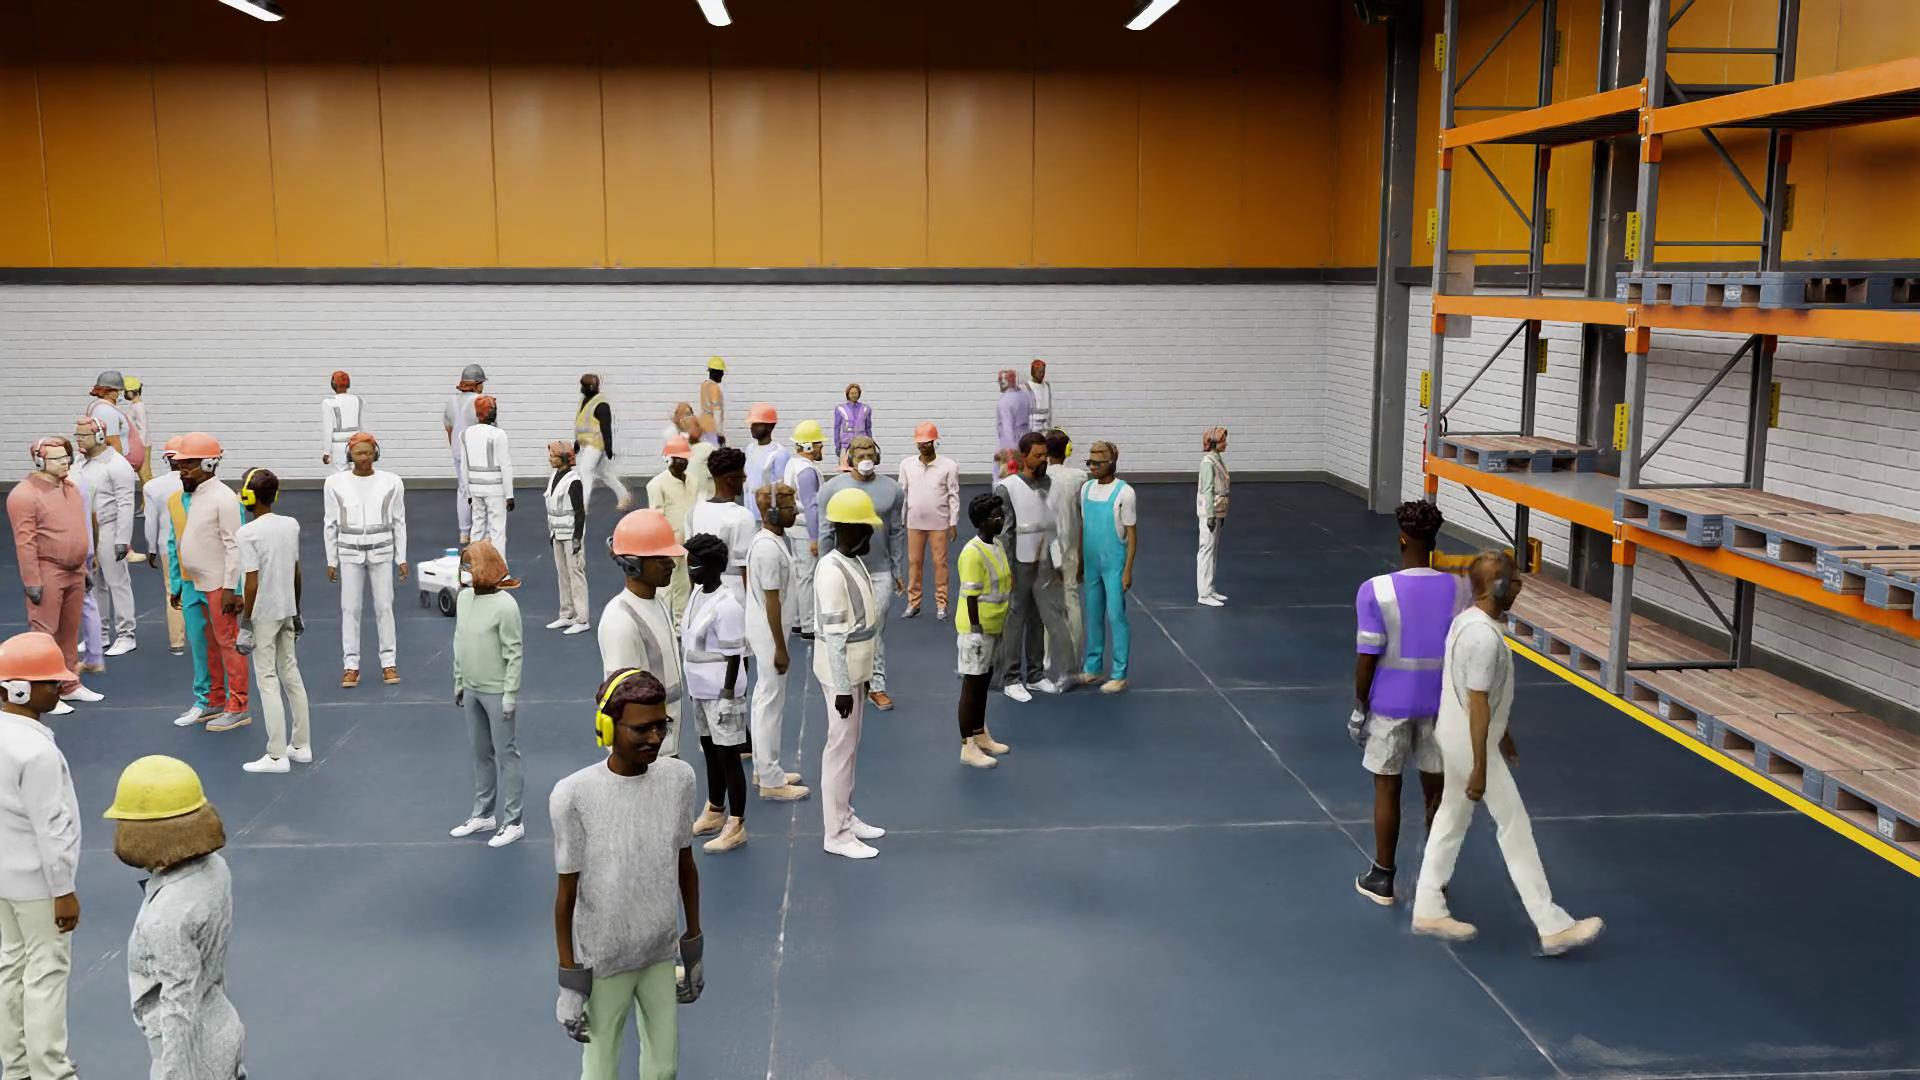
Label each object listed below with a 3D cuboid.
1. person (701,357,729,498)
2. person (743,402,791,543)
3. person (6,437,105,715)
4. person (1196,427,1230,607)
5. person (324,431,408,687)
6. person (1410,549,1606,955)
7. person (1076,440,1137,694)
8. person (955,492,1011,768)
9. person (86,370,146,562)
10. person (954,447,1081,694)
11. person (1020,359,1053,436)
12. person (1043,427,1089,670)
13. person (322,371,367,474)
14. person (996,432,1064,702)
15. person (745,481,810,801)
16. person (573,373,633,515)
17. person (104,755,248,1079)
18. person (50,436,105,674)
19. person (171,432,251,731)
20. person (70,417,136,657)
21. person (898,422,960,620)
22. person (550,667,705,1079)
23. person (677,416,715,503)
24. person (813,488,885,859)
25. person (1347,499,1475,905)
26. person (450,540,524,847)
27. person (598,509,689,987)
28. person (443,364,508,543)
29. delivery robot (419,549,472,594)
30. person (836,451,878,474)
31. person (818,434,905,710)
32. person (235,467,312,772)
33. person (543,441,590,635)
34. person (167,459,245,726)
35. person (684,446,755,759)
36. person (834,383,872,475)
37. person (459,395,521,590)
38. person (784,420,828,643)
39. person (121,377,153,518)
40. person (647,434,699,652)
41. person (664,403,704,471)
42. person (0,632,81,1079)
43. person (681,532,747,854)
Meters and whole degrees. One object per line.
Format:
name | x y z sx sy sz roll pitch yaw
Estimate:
person | -3.374 -1.530 22.711 0.462 1.931 0.636 -4 10 -21
person | -1.694 -0.222 14.360 0.544 1.943 0.347 9 13 43
person | -6.269 0.239 11.575 0.403 1.911 0.637 1 9 7
person | 2.323 -0.220 15.296 0.307 1.641 0.511 3 9 16
person | -4.376 0.141 12.268 0.573 1.884 0.355 -3 10 -19
person | 2.471 0.947 7.454 0.872 1.807 0.513 1 9 4
person | 1.049 0.192 12.071 0.328 1.842 0.516 -8 12 -42
person | 0.147 0.544 10.316 0.322 1.697 0.532 3 10 19
person | -8.929 -0.791 17.625 0.536 2.000 0.676 -8 12 -41
person | 0.450 0.223 12.070 0.931 1.778 0.552 -2 9 -14
person | 1.058 -1.538 22.840 0.589 1.878 0.372 -8 12 -43
person | 0.742 0.069 12.771 0.521 1.869 0.327 -1 9 -3
person | -7.405 -1.094 20.020 0.341 1.882 0.587 6 11 34
person | 0.502 0.177 11.929 0.592 1.919 0.392 -9 13 -44
person | -1.073 0.578 9.638 0.348 1.847 0.505 -2 9 -11
person | -4.588 -1.224 21.100 0.916 1.811 0.616 -5 11 -30
person | -2.131 1.437 4.570 0.308 1.741 0.494 -2 9 -12
person | -6.674 0.136 12.467 0.347 1.834 0.518 3 10 19
person | -5.000 0.271 11.098 0.610 1.996 0.379 7 12 39
person | -6.871 -0.029 13.262 0.643 1.909 0.410 4 10 23
person | -0.289 -0.168 14.606 0.572 1.750 0.330 2 9 14
person | -0.999 1.298 5.085 0.509 1.860 0.334 -8 12 -39
person | -2.680 -0.428 16.646 0.539 1.617 0.414 4 10 25
person | -0.580 0.685 8.709 0.361 1.929 0.587 1 9 4
person | 2.169 0.779 8.000 0.614 1.964 0.361 -1 9 -8
person | -2.522 0.808 8.858 0.497 1.633 0.285 7 11 36
person | -1.328 0.879 7.134 0.371 2.044 0.608 0 9 1
person | -5.423 -0.966 18.727 0.683 2.000 0.537 5 10 28
delivery robot | -4.563 0.323 14.987 0.707 0.478 0.477 8 12 40
person | -0.750 0.192 12.345 0.327 1.752 0.561 -1 9 -4
person | -0.674 0.230 11.531 0.627 1.941 0.370 -3 10 -20
person | -4.215 0.486 10.144 0.312 1.869 0.535 3 9 17
person | -3.327 -0.023 14.064 0.310 1.638 0.523 -7 11 -38
person | -5.030 0.303 11.141 0.599 1.917 0.377 3 9 17
person | -1.468 0.388 10.451 0.605 1.966 0.373 8 12 42
person | -1.375 -1.203 21.465 0.514 1.641 0.315 -3 10 -20
person | -4.525 -0.452 15.993 0.574 1.883 0.356 4 10 24
person | -1.249 -0.073 13.764 0.403 1.835 0.586 -3 10 -19
person | -10.282 -1.157 20.798 0.323 1.764 0.524 -6 11 -33
person | -2.268 0.020 13.429 0.342 1.751 0.564 5 10 30
person | -3.033 -0.733 18.659 0.836 1.589 0.519 8 12 42
person | -3.345 1.197 6.049 0.568 1.747 0.339 8 12 39
person | -1.298 0.793 8.765 0.320 1.693 0.531 -5 10 -30
